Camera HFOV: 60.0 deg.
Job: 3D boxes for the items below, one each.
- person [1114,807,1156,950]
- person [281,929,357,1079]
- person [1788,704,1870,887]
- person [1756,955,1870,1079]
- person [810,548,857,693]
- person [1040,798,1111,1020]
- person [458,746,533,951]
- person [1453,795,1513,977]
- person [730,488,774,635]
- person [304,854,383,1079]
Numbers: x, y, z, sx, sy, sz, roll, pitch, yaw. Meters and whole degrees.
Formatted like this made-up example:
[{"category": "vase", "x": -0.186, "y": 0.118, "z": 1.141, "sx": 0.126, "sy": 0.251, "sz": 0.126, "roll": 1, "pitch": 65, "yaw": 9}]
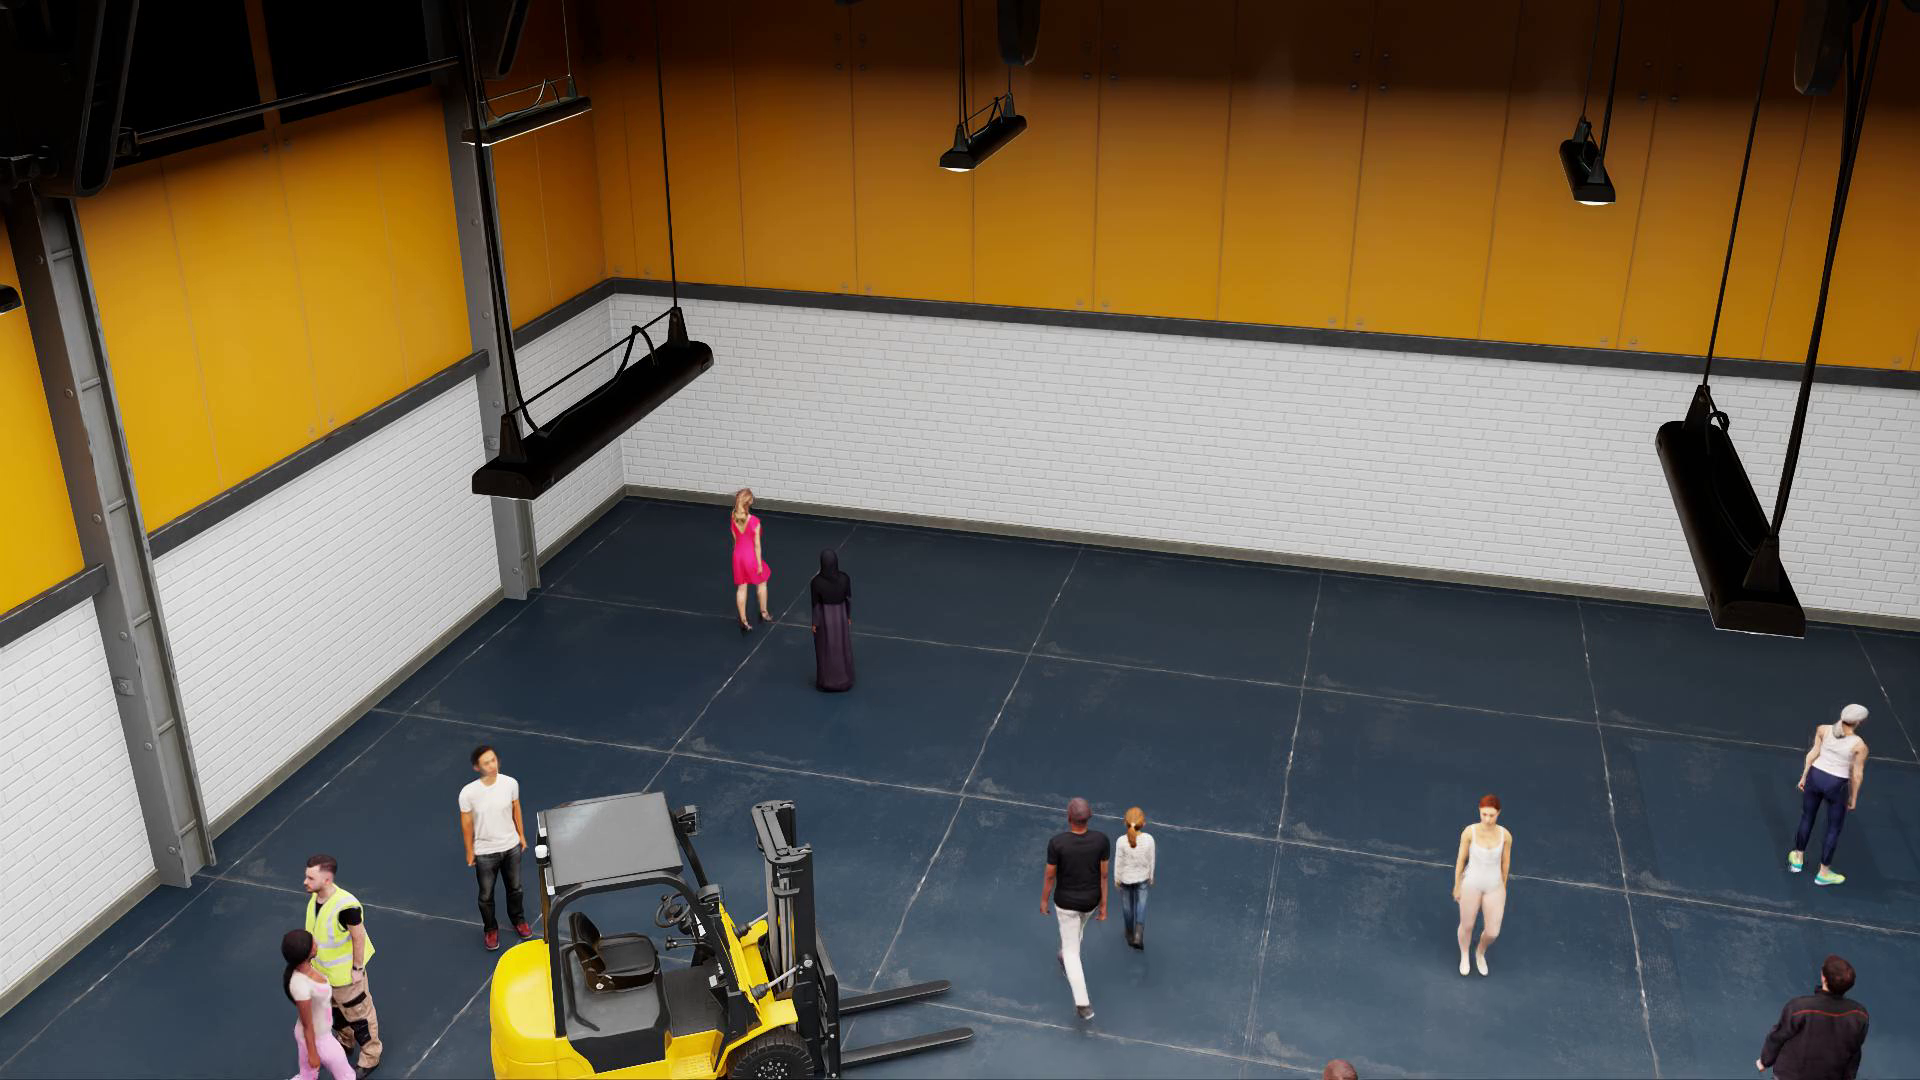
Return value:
[{"category": "person", "x": 1.418, "y": 2.782, "z": 13.455, "sx": 0.560, "sy": 1.297, "sz": 0.661, "roll": 0, "pitch": 24, "yaw": -1}, {"category": "person", "x": -4.523, "y": 3.449, "z": 11.413, "sx": 1.106, "sy": 1.709, "sz": 1.101, "roll": -9, "pitch": 25, "yaw": -20}, {"category": "person", "x": 7.496, "y": 2.148, "z": 14.405, "sx": 0.787, "sy": 1.697, "sz": 0.783, "roll": 17, "pitch": 29, "yaw": 34}, {"category": "person", "x": 5.606, "y": 3.598, "z": 10.950, "sx": 0.948, "sy": 1.808, "sz": 1.245, "roll": -1, "pitch": 24, "yaw": -3}, {"category": "person", "x": -1.359, "y": 0.831, "z": 17.520, "sx": 0.711, "sy": 1.615, "sz": 0.748, "roll": -8, "pitch": 25, "yaw": -18}, {"category": "person", "x": 0.907, "y": 2.839, "z": 12.737, "sx": 1.049, "sy": 1.765, "sz": 1.305, "roll": -5, "pitch": 24, "yaw": -11}, {"category": "person", "x": -3.776, "y": 2.471, "z": 13.533, "sx": 0.700, "sy": 1.804, "sz": 0.766, "roll": -14, "pitch": 27, "yaw": -28}, {"category": "person", "x": 4.130, "y": 2.709, "z": 13.207, "sx": 0.578, "sy": 1.628, "sz": 0.562, "roll": 4, "pitch": 24, "yaw": 9}, {"category": "person", "x": -2.442, "y": 0.261, "z": 18.702, "sx": 0.676, "sy": 1.713, "sz": 0.791, "roll": 13, "pitch": 27, "yaw": 27}, {"category": "person", "x": -4.524, "y": 3.070, "z": 12.109, "sx": 0.814, "sy": 1.846, "sz": 0.847, "roll": 17, "pitch": 29, "yaw": 34}]
